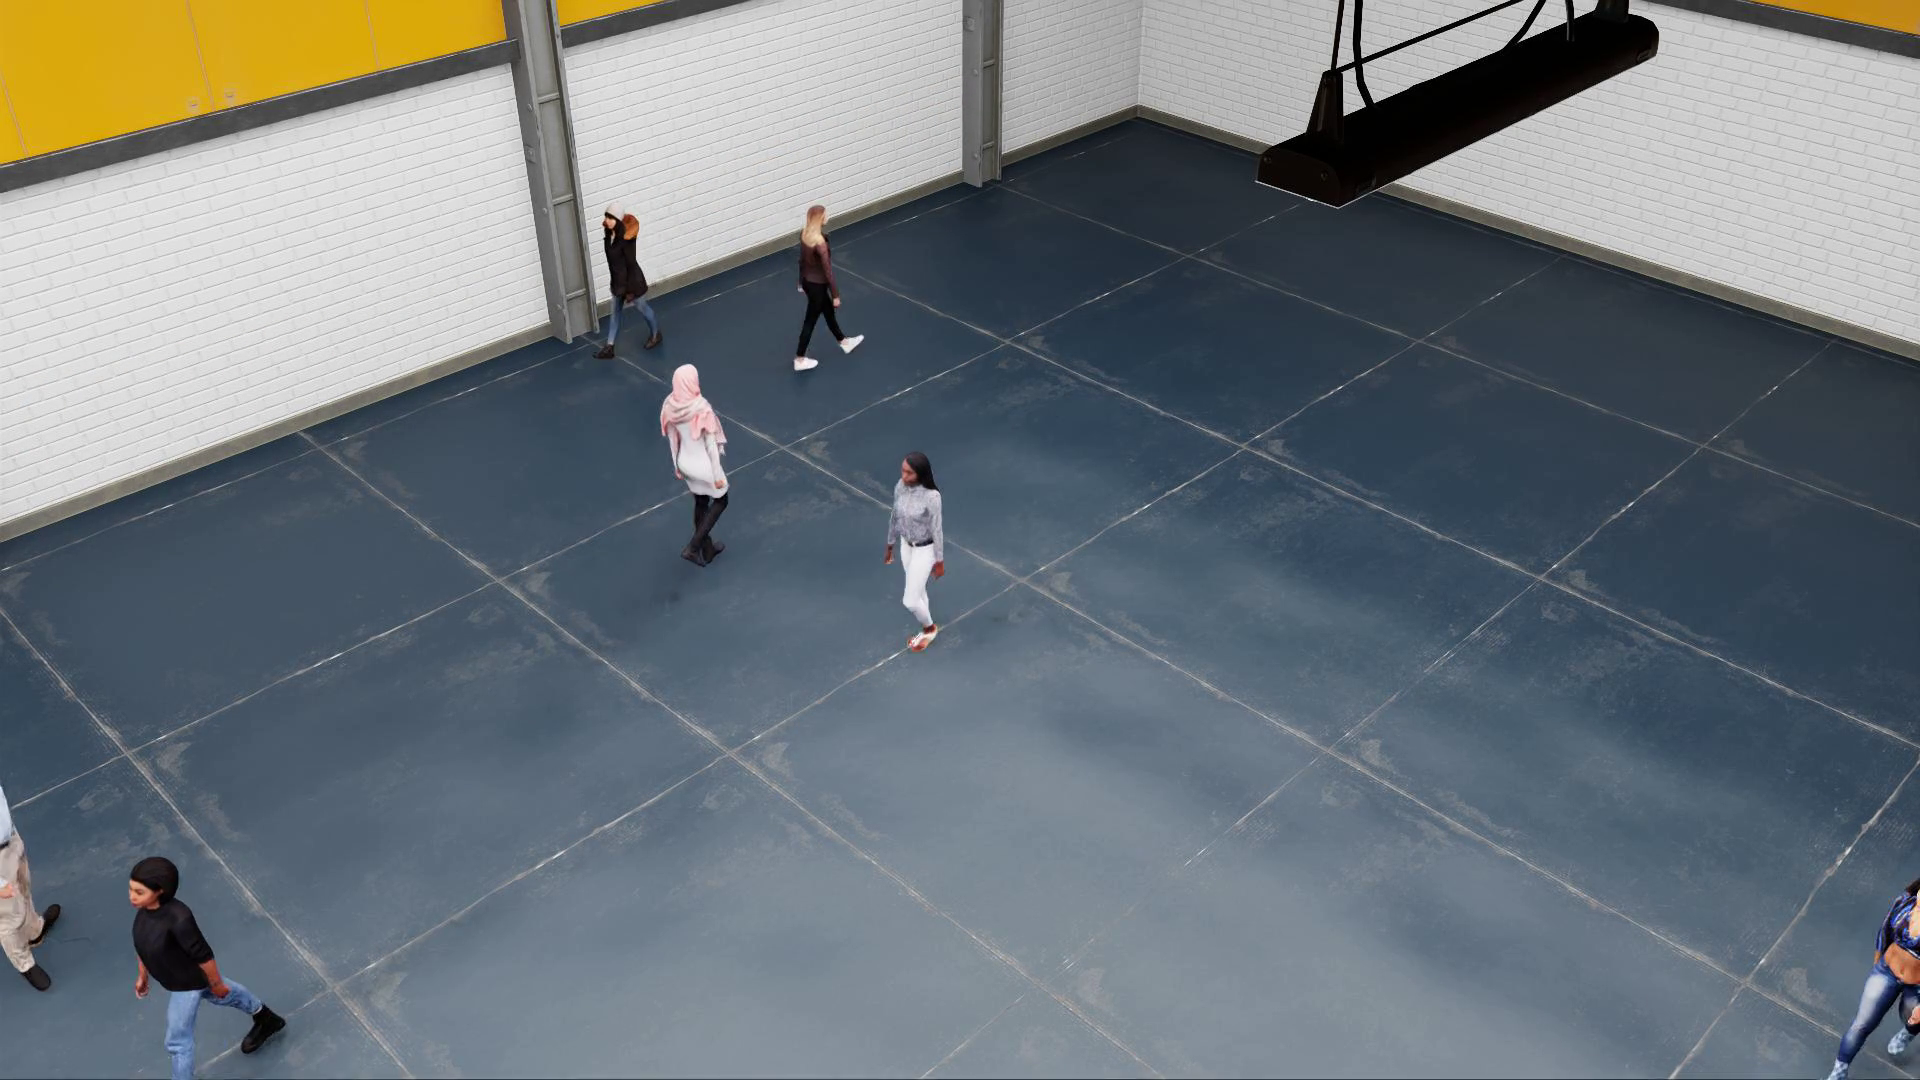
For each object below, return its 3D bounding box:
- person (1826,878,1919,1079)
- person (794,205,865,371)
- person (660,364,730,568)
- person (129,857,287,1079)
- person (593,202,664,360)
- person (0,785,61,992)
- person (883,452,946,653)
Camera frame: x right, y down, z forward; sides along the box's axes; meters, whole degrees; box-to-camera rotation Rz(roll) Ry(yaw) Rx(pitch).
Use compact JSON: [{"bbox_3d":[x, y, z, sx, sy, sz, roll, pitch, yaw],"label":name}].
[{"bbox_3d":[5.156,2.361,8.977,1.084,1.588,0.738,-20,38,-27],"label":"person"},{"bbox_3d":[-1.466,-2.396,16.062,1.110,1.667,0.843,-16,37,-23],"label":"person"},{"bbox_3d":[-2.105,-0.526,13.134,0.763,1.795,0.878,18,37,24],"label":"person"},{"bbox_3d":[-4.097,2.307,8.996,0.632,1.657,1.168,25,41,32],"label":"person"},{"bbox_3d":[-3.221,-2.568,16.392,0.680,1.589,1.046,25,41,32],"label":"person"},{"bbox_3d":[-5.602,1.776,9.647,0.845,1.820,0.889,-13,36,-19],"label":"person"},{"bbox_3d":[-0.234,0.069,12.314,0.636,1.712,0.649,-25,41,-33],"label":"person"}]
